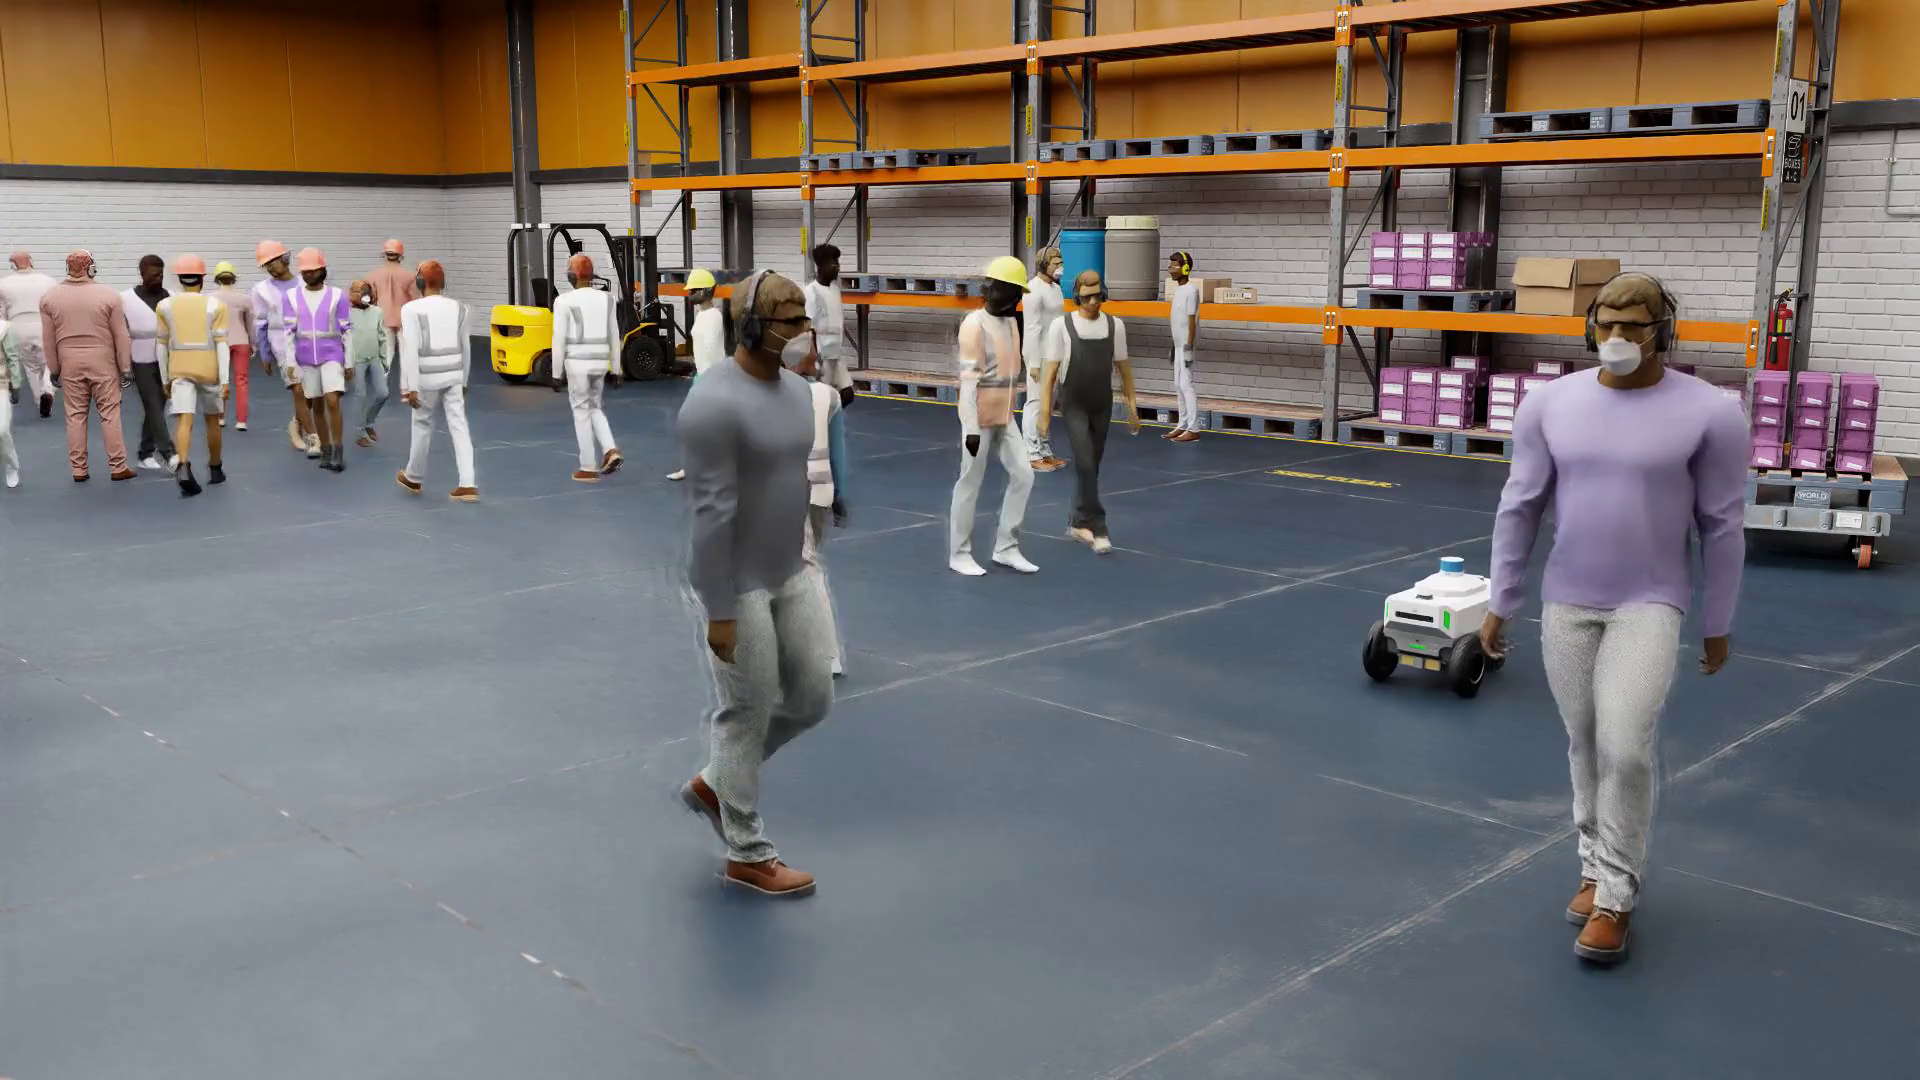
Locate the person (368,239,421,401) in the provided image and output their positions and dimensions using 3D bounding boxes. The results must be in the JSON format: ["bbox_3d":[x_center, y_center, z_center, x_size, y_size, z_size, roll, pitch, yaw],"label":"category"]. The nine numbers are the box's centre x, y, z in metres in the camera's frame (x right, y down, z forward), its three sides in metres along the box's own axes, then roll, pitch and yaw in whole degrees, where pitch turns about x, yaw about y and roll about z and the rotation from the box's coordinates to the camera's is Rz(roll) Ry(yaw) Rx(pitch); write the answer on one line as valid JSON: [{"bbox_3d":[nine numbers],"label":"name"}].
[{"bbox_3d":[-6.847,-2.647,20.143,0.619,1.982,0.597,-1,10,-4],"label":"person"}]

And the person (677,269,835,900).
[{"bbox_3d":[-0.642,0.145,5.073,0.478,1.923,0.642,5,12,26],"label":"person"}]

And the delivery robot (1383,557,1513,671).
[{"bbox_3d":[2.238,0.321,7.592,0.477,0.478,0.707,9,14,41],"label":"delivery robot"}]

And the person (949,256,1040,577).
[{"bbox_3d":[0.237,-0.717,9.847,0.680,1.888,0.655,7,12,33],"label":"person"}]

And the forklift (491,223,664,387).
[{"bbox_3d":[-5.316,-3.263,22.920,2.313,2.155,1.214,-10,14,-44],"label":"forklift"}]

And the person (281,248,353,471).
[{"bbox_3d":[-5.509,-1.529,14.230,0.545,1.905,0.805,-2,11,-9],"label":"person"}]

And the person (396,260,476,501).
[{"bbox_3d":[-4.033,-1.223,12.800,0.984,1.829,0.603,10,14,42],"label":"person"}]

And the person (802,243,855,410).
[{"bbox_3d":[-1.175,-1.635,14.693,0.418,1.952,0.641,5,11,23],"label":"person"}]

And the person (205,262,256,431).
[{"bbox_3d":[-7.648,-2.020,17.369,0.556,1.732,0.795,-8,13,-36],"label":"person"}]

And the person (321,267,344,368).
[{"bbox_3d":[-8.000,-2.673,21.083,0.615,1.678,0.534,1,10,5],"label":"person"}]

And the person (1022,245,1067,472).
[{"bbox_3d":[0.719,-1.552,14.309,0.361,1.935,0.627,4,11,22],"label":"person"}]

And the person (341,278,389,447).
[{"bbox_3d":[-5.681,-1.686,15.894,0.346,1.615,0.551,8,13,36],"label":"person"}]

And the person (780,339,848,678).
[{"bbox_3d":[-0.817,-0.185,7.773,0.859,1.594,0.528,10,14,43],"label":"person"}]

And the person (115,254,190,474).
[{"bbox_3d":[-6.826,-1.487,14.158,1.032,1.852,0.603,8,13,38],"label":"person"}]

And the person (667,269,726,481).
[{"bbox_3d":[-2.140,-1.319,13.519,0.685,1.739,0.553,-4,11,-22],"label":"person"}]

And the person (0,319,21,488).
[{"bbox_3d":[-7.713,-1.182,13.126,0.519,1.624,0.372,-3,11,-13],"label":"person"}]

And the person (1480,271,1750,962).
[{"bbox_3d":[1.800,0.214,4.703,0.651,1.915,0.719,9,14,40],"label":"person"}]

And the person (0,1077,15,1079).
[{"bbox_3d":[-0.784,0.943,1.153,0.533,1.768,0.310,-3,11,-18],"label":"person"}]

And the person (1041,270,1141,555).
[{"bbox_3d":[0.859,-0.813,10.622,0.630,1.796,0.778,-4,11,-20],"label":"person"}]

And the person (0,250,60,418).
[{"bbox_3d":[-10.191,-2.247,18.286,0.682,1.873,0.691,-4,11,-19],"label":"person"}]

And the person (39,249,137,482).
[{"bbox_3d":[-7.162,-1.429,13.702,0.655,1.906,0.407,-2,11,-11],"label":"person"}]

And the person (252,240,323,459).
[{"bbox_3d":[-6.104,-1.751,15.240,0.622,1.985,0.913,-6,12,-31],"label":"person"}]

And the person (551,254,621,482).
[{"bbox_3d":[-3.054,-1.391,13.584,0.442,1.870,0.598,9,14,41],"label":"person"}]

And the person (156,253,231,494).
[{"bbox_3d":[-6.082,-1.329,13.209,0.550,1.892,1.004,-3,11,-15],"label":"person"}]

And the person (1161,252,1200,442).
[{"bbox_3d":[2.197,-1.899,16.412,0.320,1.860,0.505,-2,11,-10],"label":"person"}]
